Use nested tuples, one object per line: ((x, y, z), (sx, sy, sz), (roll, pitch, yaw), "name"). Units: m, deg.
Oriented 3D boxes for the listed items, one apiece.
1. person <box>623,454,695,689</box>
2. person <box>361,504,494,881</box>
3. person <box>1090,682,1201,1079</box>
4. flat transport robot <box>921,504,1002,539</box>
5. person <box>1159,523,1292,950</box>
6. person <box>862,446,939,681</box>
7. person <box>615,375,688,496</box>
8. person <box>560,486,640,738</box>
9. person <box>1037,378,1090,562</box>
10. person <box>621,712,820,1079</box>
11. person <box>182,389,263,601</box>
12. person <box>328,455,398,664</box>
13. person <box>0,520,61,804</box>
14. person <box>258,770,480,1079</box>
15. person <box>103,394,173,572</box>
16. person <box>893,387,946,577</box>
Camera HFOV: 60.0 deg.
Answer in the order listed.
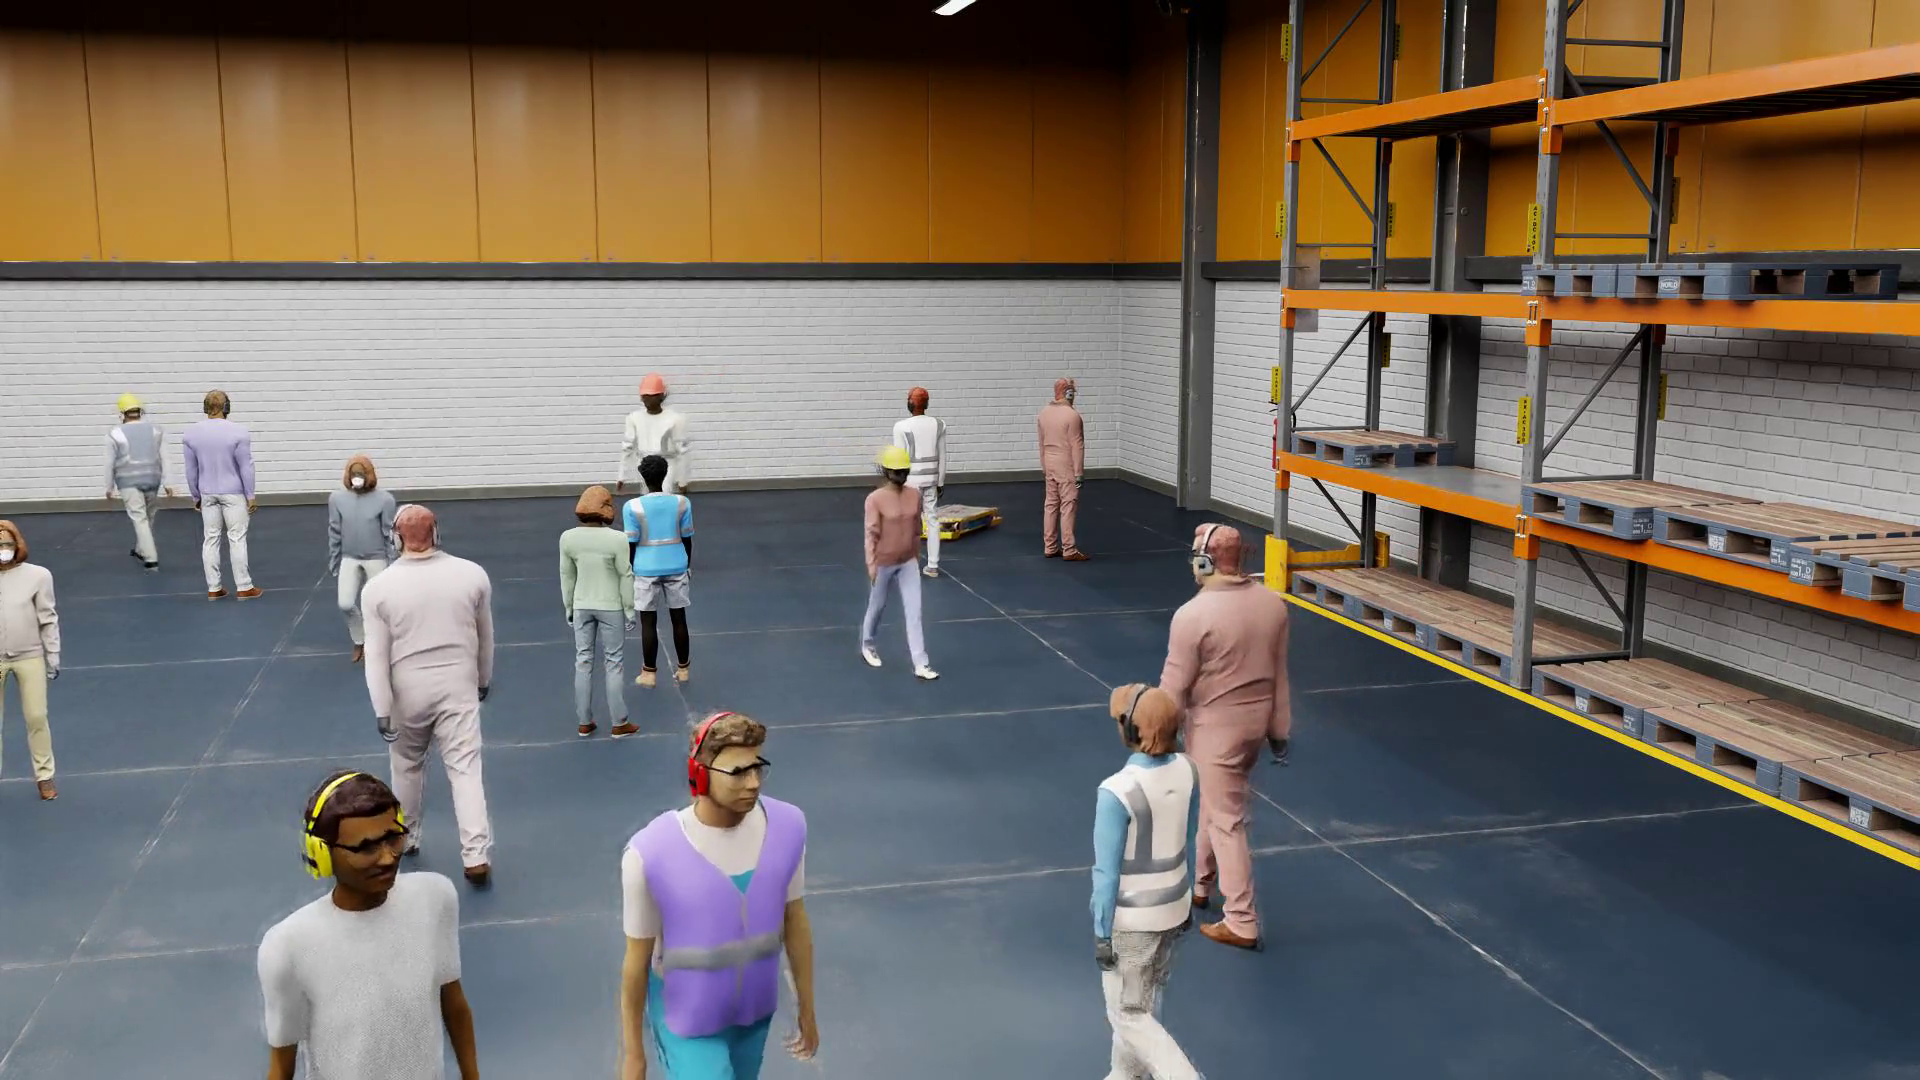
((-2.169, 0.227, 11.986), (0.531, 1.692, 0.320), (-5, 10, -28), "person")
((-2.616, 0.746, 8.266), (0.654, 1.859, 1.005), (-5, 10, -29), "person")
((0.669, 1.285, 5.622), (0.677, 1.620, 0.521), (8, 12, 43), "person")
((-0.089, -0.224, 19.223), (0.652, 0.197, 1.431), (4, 10, 25), "flat transport robot")
((1.104, 0.853, 7.544), (0.658, 1.868, 0.889), (-7, 12, -38), "person")
((-0.496, 0.153, 12.383), (0.544, 1.720, 0.921), (-6, 11, -32), "person")
((-3.021, -0.601, 16.206), (0.613, 1.989, 1.032), (3, 10, 19), "person")
((-2.321, 0.462, 10.707), (0.498, 1.633, 0.284), (2, 9, 13), "person")
((1.092, -0.733, 17.308), (0.409, 1.910, 0.640), (-7, 11, -35), "person")
((-0.720, 1.336, 4.736), (0.578, 1.809, 0.928), (-8, 12, -42), "person")
((-6.712, -0.402, 15.150), (0.628, 1.939, 0.373), (0, 9, 3), "person")
((-4.510, 0.167, 12.565), (0.530, 1.617, 0.352), (-1, 9, -6), "person")
((-5.333, 0.686, 9.344), (0.506, 1.628, 0.277), (-6, 11, -32), "person")
((-1.430, 1.426, 4.044), (0.822, 1.850, 0.519), (7, 11, 36), "person")
((-8.317, -0.581, 16.797), (0.950, 1.773, 0.596), (8, 12, 42), "person")
((-0.402, -0.555, 16.275), (0.578, 1.884, 0.353), (-5, 11, -30), "person")
